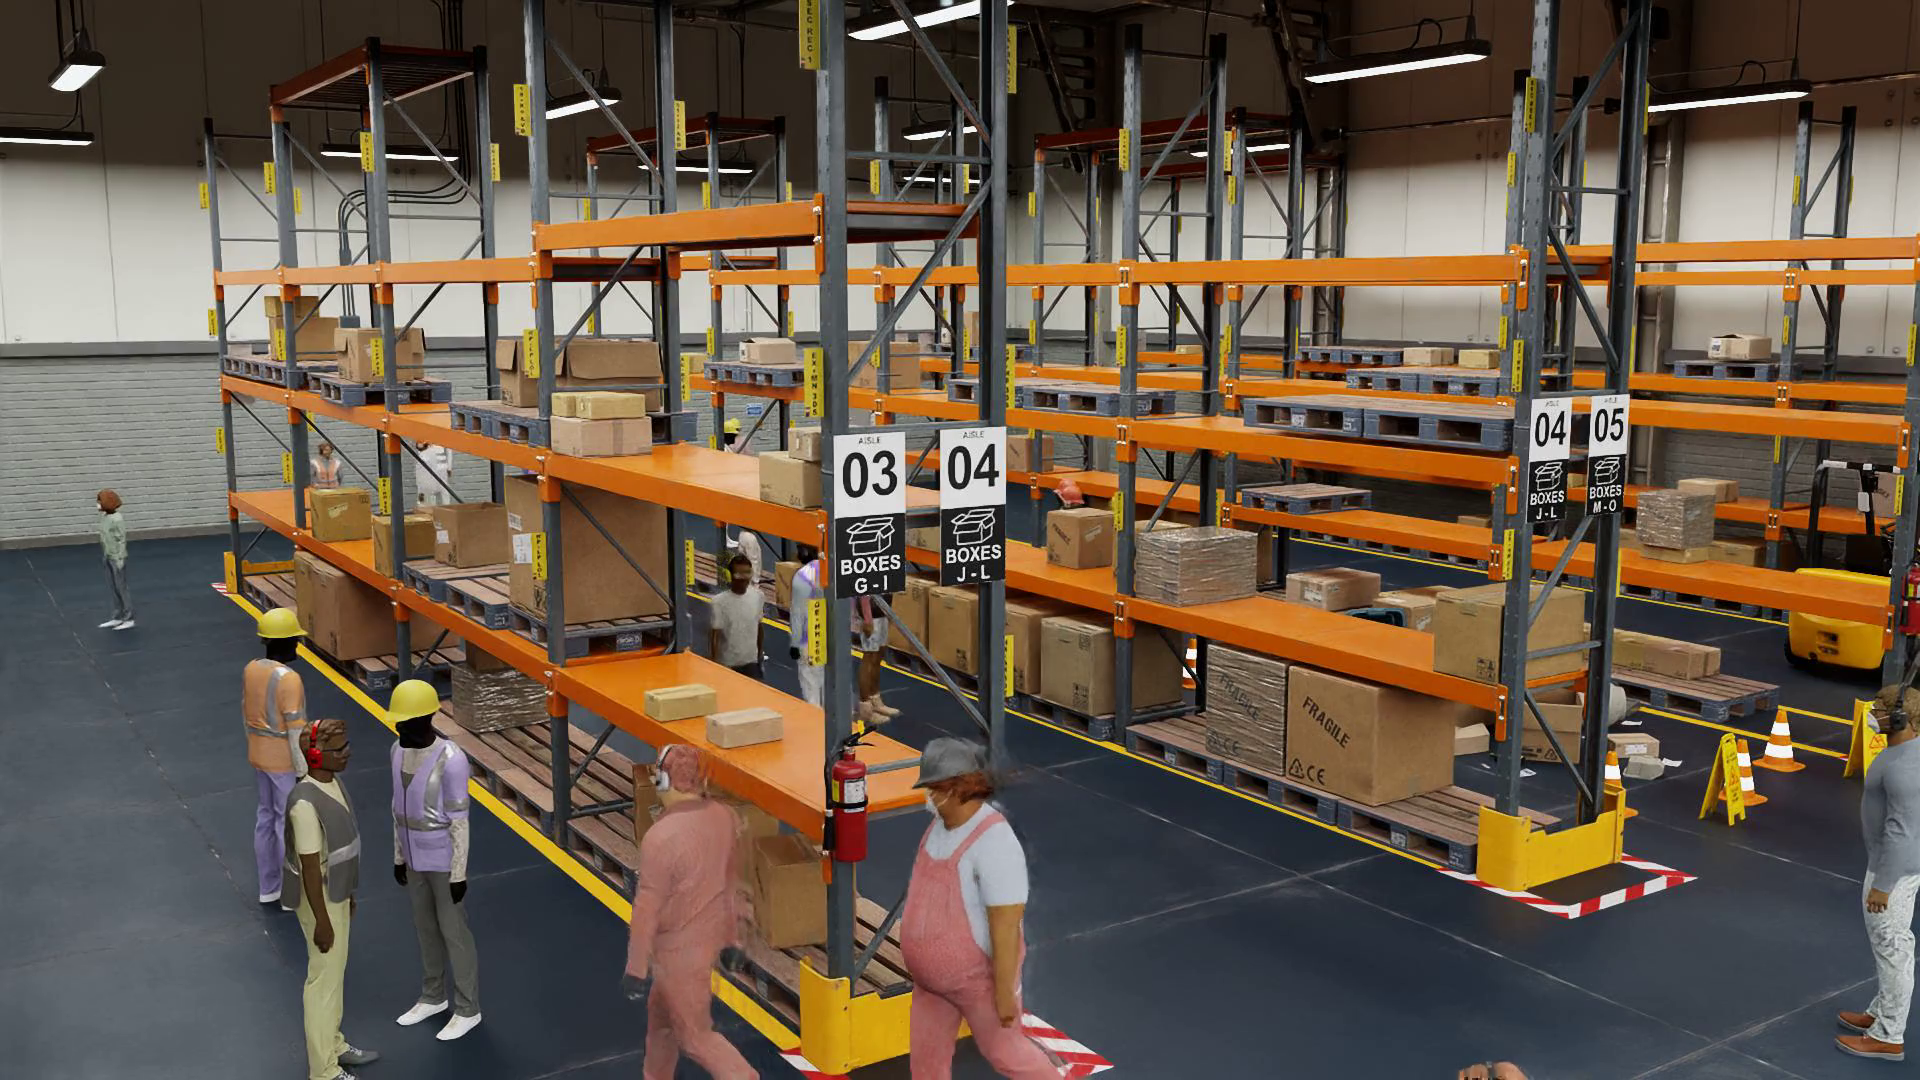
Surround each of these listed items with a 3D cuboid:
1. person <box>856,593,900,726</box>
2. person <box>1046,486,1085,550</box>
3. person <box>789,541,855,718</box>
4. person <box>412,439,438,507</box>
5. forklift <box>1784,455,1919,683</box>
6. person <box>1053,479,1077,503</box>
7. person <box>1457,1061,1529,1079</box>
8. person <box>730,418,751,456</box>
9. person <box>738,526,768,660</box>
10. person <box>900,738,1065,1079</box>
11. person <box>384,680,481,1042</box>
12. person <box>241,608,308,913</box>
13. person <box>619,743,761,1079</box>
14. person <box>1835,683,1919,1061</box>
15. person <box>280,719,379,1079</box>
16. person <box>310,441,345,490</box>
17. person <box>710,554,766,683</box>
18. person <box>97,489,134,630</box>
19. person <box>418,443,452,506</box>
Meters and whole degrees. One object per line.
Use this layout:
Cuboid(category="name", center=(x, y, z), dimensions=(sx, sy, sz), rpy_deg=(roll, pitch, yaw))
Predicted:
Cuboid(category="person", center=(-0.741, 0.644, 15.064), dimensions=(0.377, 2.043, 0.613), rpy_deg=(2, 9, 15))
Cuboid(category="person", center=(1.149, 0.242, 18.809), dimensions=(0.496, 1.716, 0.628), rpy_deg=(2, 9, 14))
Cuboid(category="person", center=(-1.254, 0.844, 14.483), dimensions=(0.478, 1.820, 0.639), rpy_deg=(4, 10, 26))
Cuboid(category="person", center=(-8.229, -0.812, 25.761), dimensions=(0.501, 1.734, 0.579), rpy_deg=(1, 9, 5))
Cuboid(category="forklift", center=(9.643, 0.253, 17.172), dimensions=(2.313, 2.155, 1.214), rpy_deg=(-6, 10, -33))
Cuboid(category="person", center=(1.226, 0.162, 19.220), dimensions=(0.322, 1.755, 0.563), rpy_deg=(0, 9, 2))
Cuboid(category="person", center=(1.691, 2.361, 5.056), dimensions=(0.397, 1.609, 0.536), rpy_deg=(-4, 9, -23))
Cuboid(category="person", center=(-3.832, -1.206, 28.362), dimensions=(0.540, 1.757, 0.364), rpy_deg=(-1, 9, -3))
Cuboid(category="person", center=(-2.220, 0.456, 17.673), dimensions=(0.273, 1.632, 0.507), rpy_deg=(-3, 9, -19))
Cuboid(category="person", center=(0.094, 1.802, 7.364), dimensions=(1.001, 2.000, 0.723), rpy_deg=(-5, 10, -30))
Cuboid(category="person", center=(-2.788, 1.662, 8.722), dimensions=(0.585, 1.918, 0.409), rpy_deg=(6, 11, 36))
Cuboid(category="person", center=(-4.292, 1.383, 10.530), dimensions=(0.589, 1.927, 0.388), rpy_deg=(7, 11, 38))
Cuboid(category="person", center=(-1.194, 1.861, 7.604), dimensions=(0.905, 1.861, 0.655), rpy_deg=(2, 9, 14))
Cuboid(category="person", center=(4.753, 1.682, 8.506), dimensions=(0.373, 1.940, 0.628), rpy_deg=(5, 10, 32))
Cuboid(category="person", center=(-3.117, 1.778, 8.167), dimensions=(0.390, 1.846, 0.565), rpy_deg=(-2, 9, -11))
Cuboid(category="person", center=(-9.653, -0.701, 25.367), dimensions=(0.539, 1.624, 0.423), rpy_deg=(-6, 10, -33))
Cuboid(category="person", center=(-1.744, 1.014, 13.351), dimensions=(0.552, 1.816, 0.980), rpy_deg=(-5, 10, -32))
Cuboid(category="person", center=(-9.789, 0.222, 19.240), dimensions=(0.506, 1.631, 0.269), rpy_deg=(8, 12, 43))
Cuboid(category="person", center=(-8.780, -1.193, 27.818), dimensions=(0.572, 1.887, 0.356), rpy_deg=(-7, 11, -39))
